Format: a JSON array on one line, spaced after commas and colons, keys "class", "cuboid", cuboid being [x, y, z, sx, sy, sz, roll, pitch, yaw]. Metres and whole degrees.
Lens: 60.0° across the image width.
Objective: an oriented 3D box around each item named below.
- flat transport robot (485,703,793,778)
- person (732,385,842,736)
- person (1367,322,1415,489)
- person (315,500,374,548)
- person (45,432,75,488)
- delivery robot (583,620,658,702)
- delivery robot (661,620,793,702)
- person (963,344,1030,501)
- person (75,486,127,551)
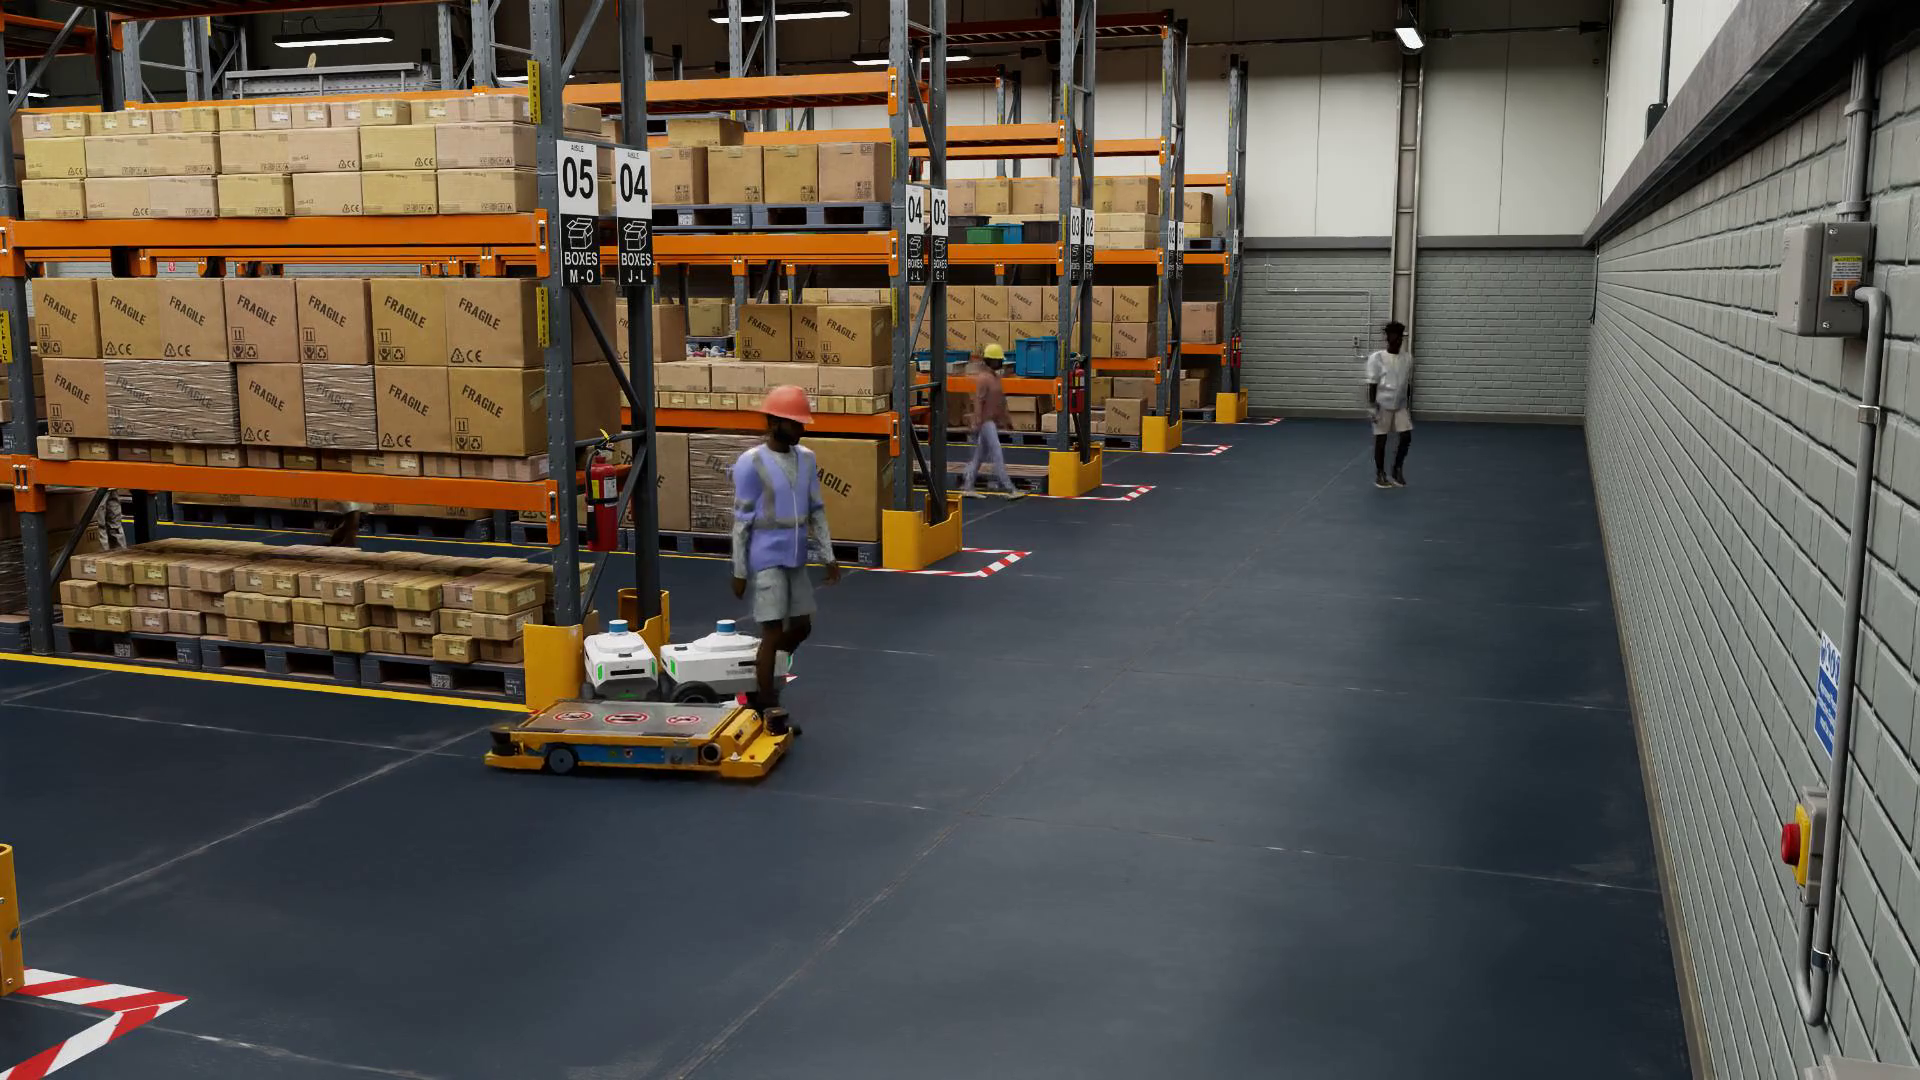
[{"class": "flat transport robot", "cuboid": [-1.631, 1.007, 8.541, 1.431, 0.197, 0.652, 1, 9, 7]}, {"class": "person", "cuboid": [-1.025, 0.100, 9.133, 0.585, 1.913, 0.555, 8, 12, 39]}, {"class": "person", "cuboid": [5.010, -1.553, 19.305, 0.613, 1.947, 0.518, -2, 9, -12]}, {"class": "person", "cuboid": [-4.911, -0.556, 13.170, 0.775, 1.918, 0.545, 5, 10, 29]}, {"class": "person", "cuboid": [-8.350, -0.880, 15.669, 0.330, 1.769, 0.526, 4, 10, 23]}, {"class": "delivery robot", "cuboid": [-1.909, 0.692, 9.332, 0.477, 0.478, 0.707, -3, 10, -18]}, {"class": "delivery robot", "cuboid": [-1.305, 0.692, 9.334, 0.707, 0.478, 0.477, -3, 10, -19]}, {"class": "person", "cuboid": [0.405, -1.280, 18.273, 0.881, 1.722, 0.540, 4, 10, 22]}, {"class": "person", "cuboid": [-6.750, -0.387, 13.017, 0.315, 1.629, 0.509, 0, 9, 3]}]
